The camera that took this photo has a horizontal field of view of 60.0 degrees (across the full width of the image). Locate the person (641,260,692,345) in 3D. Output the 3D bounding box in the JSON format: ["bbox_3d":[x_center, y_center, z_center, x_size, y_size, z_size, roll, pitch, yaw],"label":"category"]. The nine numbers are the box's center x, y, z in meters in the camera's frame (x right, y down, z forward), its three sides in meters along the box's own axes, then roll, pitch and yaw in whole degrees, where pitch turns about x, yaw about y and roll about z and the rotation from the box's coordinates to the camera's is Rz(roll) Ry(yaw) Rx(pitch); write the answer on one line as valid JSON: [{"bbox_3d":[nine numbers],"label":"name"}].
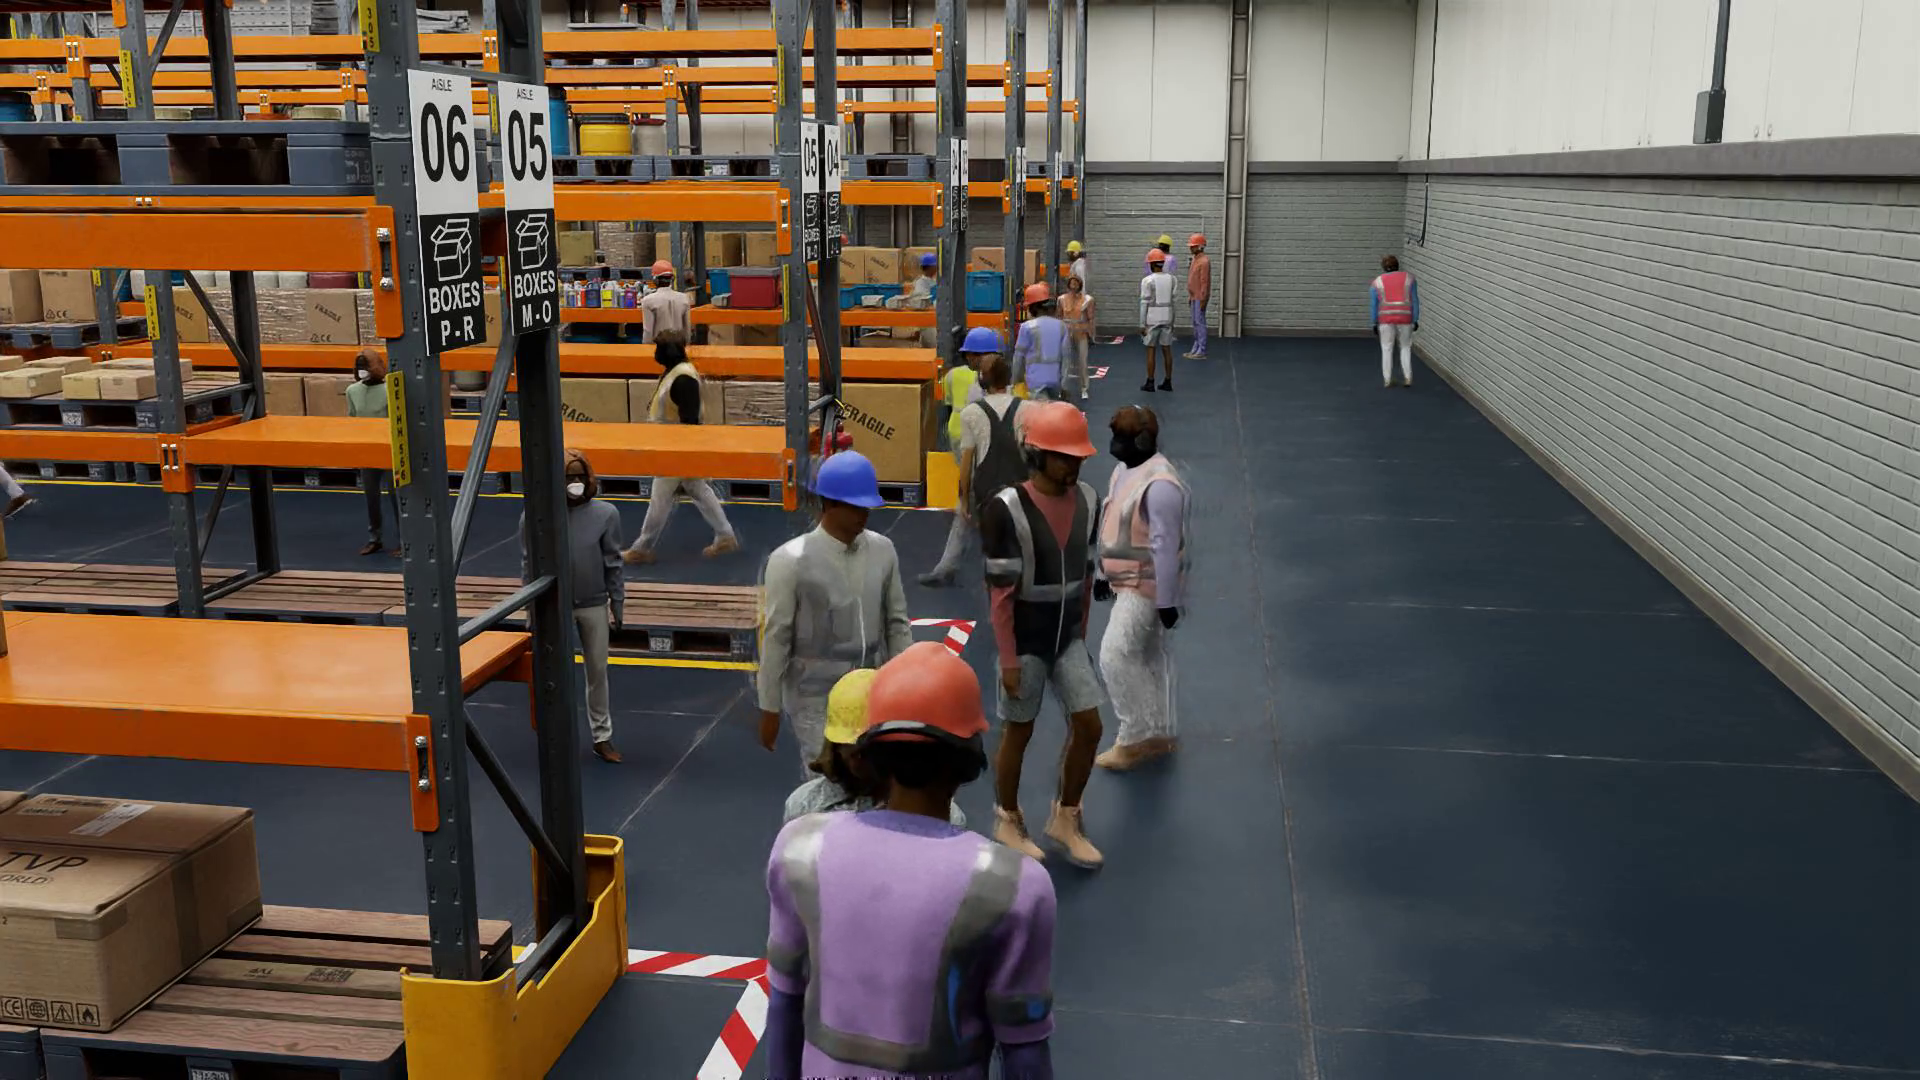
[{"bbox_3d":[-3.256,-2.093,18.423,0.622,1.993,0.384,-11,17,-41],"label":"person"}]

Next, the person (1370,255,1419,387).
[{"bbox_3d":[5.996,-3.006,22.996,0.661,1.824,0.438,3,13,13],"label":"person"}]

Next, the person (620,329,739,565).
[{"bbox_3d":[-2.156,-0.719,12.697,0.978,1.793,0.646,-3,13,-15],"label":"person"}]

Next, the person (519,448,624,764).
[{"bbox_3d":[-1.917,0.344,8.268,0.501,1.629,0.288,-5,13,-21],"label":"person"}]

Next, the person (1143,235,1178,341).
[{"bbox_3d":[3.484,-4.355,28.926,0.593,1.878,0.989,8,15,33],"label":"person"}]

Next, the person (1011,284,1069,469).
[{"bbox_3d":[0.738,-1.547,16.252,0.537,1.870,0.984,-10,16,-37],"label":"person"}]

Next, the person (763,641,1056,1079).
[{"bbox_3d":[-0.111,1.218,3.465,0.639,2.014,0.565,4,13,19],"label":"person"}]

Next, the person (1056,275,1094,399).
[{"bbox_3d":[1.509,-2.659,21.817,0.513,1.630,0.318,3,13,13],"label":"person"}]

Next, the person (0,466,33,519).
[{"bbox_3d":[-8.478,-1.057,14.115,0.951,1.834,0.520,-2,13,-8],"label":"person"}]

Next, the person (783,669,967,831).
[{"bbox_3d":[-0.233,1.170,4.270,0.491,1.741,0.304,2,13,9],"label":"person"}]

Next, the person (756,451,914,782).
[{"bbox_3d":[-0.397,0.615,6.389,0.631,1.900,0.957,-12,17,-42],"label":"person"}]

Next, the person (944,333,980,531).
[{"bbox_3d":[0.069,-0.859,13.557,0.546,1.683,0.474,10,16,38],"label":"person"}]

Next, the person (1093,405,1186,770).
[{"bbox_3d":[0.838,0.232,8.317,0.584,1.823,0.640,-1,13,-6],"label":"person"}]

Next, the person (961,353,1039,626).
[{"bbox_3d":[0.282,-0.275,10.630,0.543,1.816,0.584,-1,13,-4],"label":"person"}]

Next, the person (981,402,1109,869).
[{"bbox_3d":[0.385,0.429,6.974,0.613,2.022,0.656,-7,14,-30],"label":"person"}]

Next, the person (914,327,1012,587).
[{"bbox_3d":[0.176,-0.543,11.662,0.984,1.900,0.623,3,13,14],"label":"person"}]

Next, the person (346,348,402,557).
[{"bbox_3d":[-4.496,-0.672,12.858,0.497,1.627,0.288,3,13,14],"label":"person"}]

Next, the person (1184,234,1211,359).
[{"bbox_3d":[3.781,-3.872,26.486,0.407,1.986,0.617,-2,13,-8],"label":"person"}]

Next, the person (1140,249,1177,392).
[{"bbox_3d":[2.665,-2.970,22.542,0.547,1.929,0.387,-5,14,-22],"label":"person"}]
